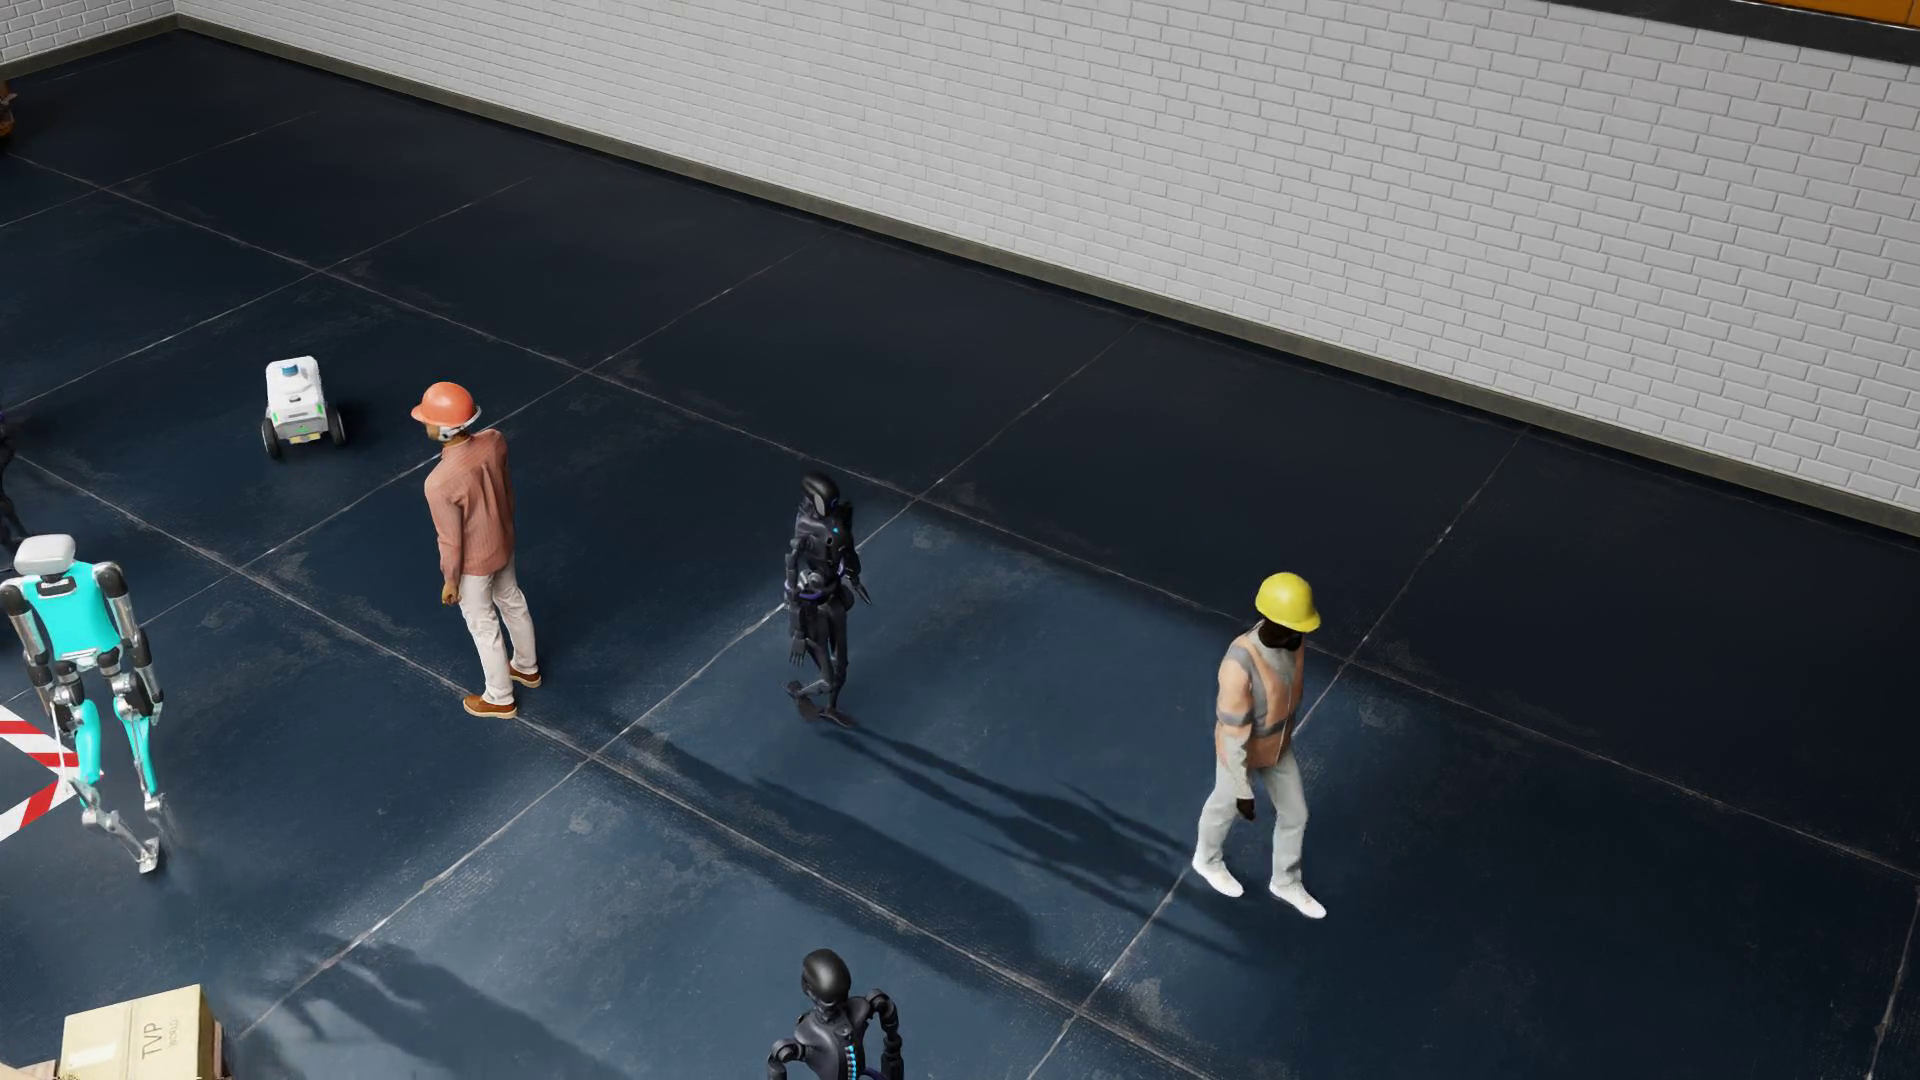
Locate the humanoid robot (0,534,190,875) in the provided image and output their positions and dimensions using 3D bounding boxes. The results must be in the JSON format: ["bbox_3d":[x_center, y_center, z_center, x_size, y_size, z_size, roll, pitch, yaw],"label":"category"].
[{"bbox_3d":[-4.010,0.915,7.761,0.549,1.862,0.802,-9,36,-13],"label":"humanoid robot"}]

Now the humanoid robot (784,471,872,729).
[{"bbox_3d":[-0.706,0.321,8.582,0.364,1.647,0.611,20,39,26],"label":"humanoid robot"}]

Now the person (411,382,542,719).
[{"bbox_3d":[-2.512,0.056,8.678,0.372,1.996,0.621,12,37,16],"label":"person"}]

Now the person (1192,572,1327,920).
[{"bbox_3d":[1.412,0.973,7.454,0.596,1.898,0.810,-27,43,-33],"label":"person"}]

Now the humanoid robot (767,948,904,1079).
[{"bbox_3d":[-0.434,2.117,6.009,0.616,1.648,0.325,-24,41,-30],"label":"humanoid robot"}]

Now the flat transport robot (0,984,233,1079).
[{"bbox_3d":[-3.275,2.651,6.475,1.431,0.231,0.659,-11,37,-16],"label":"flat transport robot"}]

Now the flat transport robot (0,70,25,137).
[{"bbox_3d":[-9.590,-3.676,15.516,0.659,0.231,1.431,6,35,8],"label":"flat transport robot"}]

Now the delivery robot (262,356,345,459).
[{"bbox_3d":[-4.526,-0.932,11.341,0.525,0.589,0.760,-12,37,-17],"label":"delivery robot"}]

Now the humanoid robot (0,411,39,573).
[{"bbox_3d":[-5.832,-0.528,9.788,0.396,1.654,0.608,1,35,2],"label":"humanoid robot"}]
